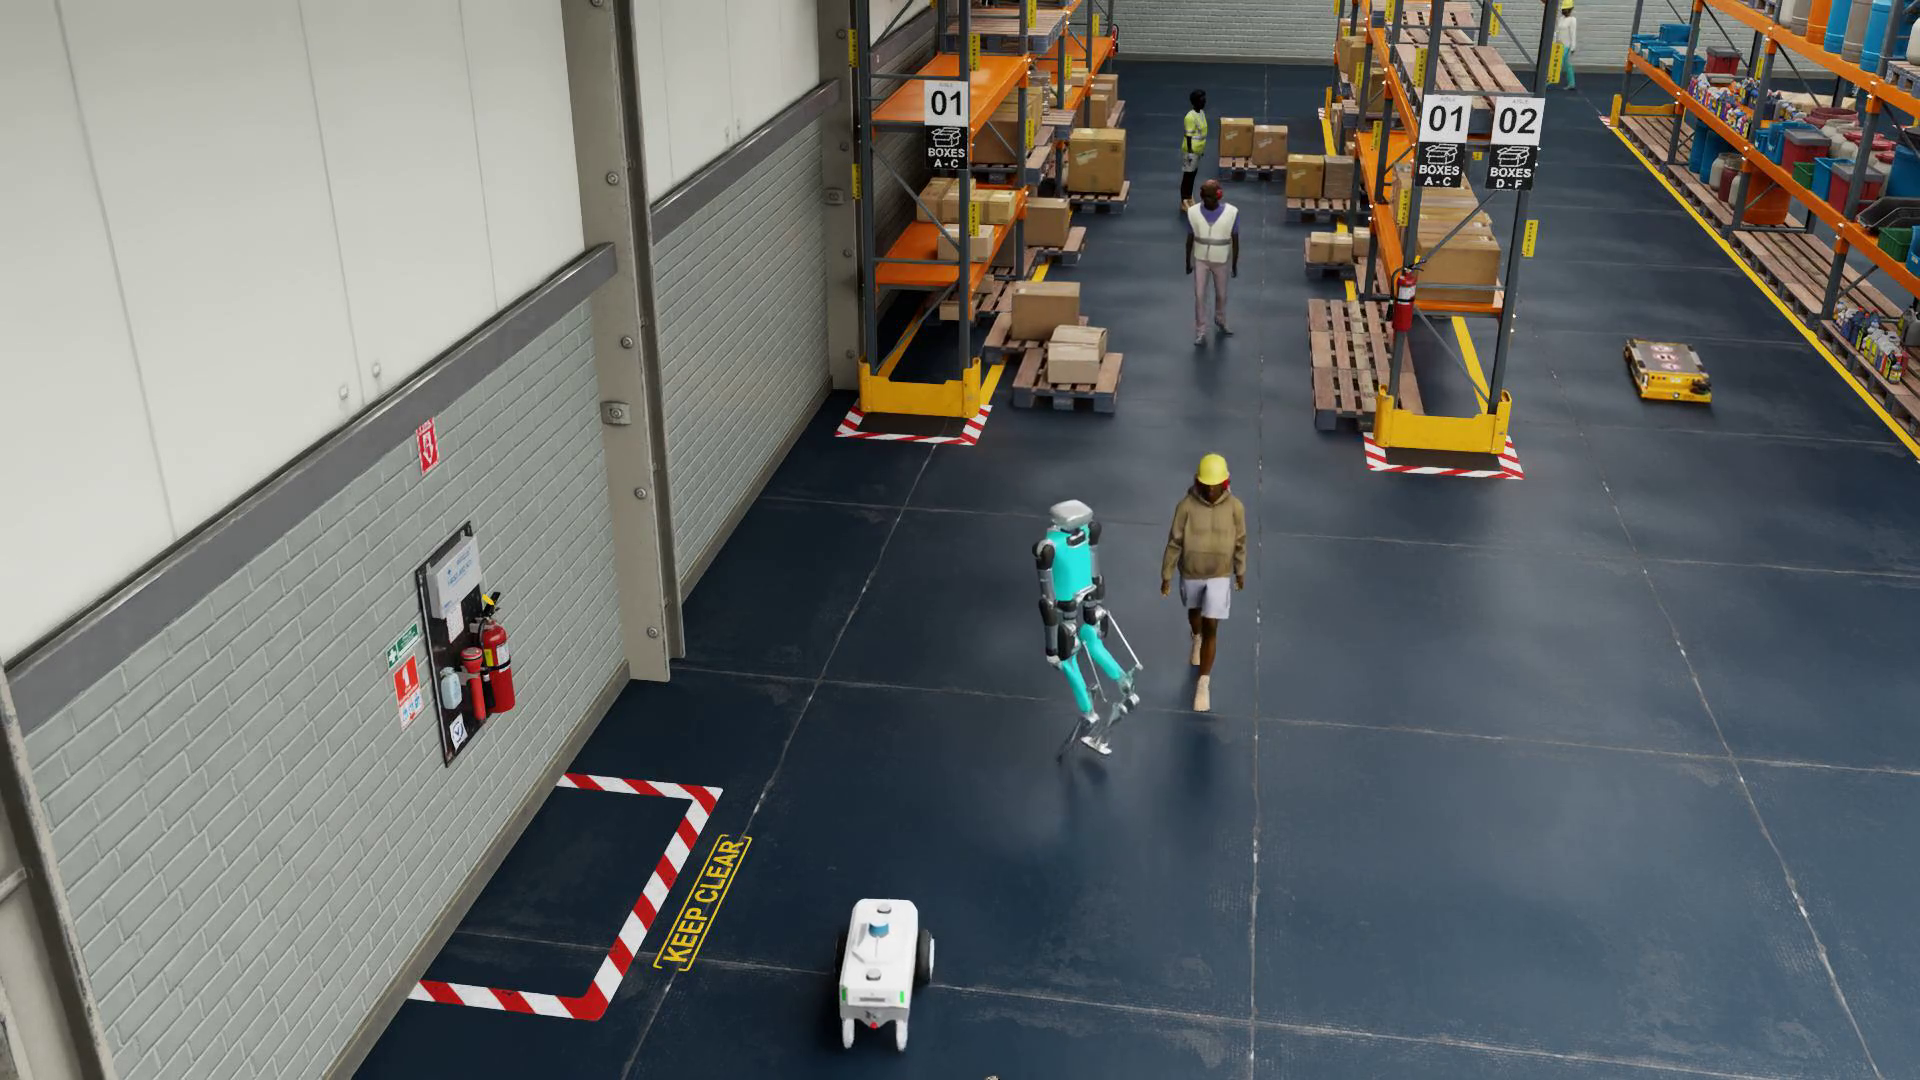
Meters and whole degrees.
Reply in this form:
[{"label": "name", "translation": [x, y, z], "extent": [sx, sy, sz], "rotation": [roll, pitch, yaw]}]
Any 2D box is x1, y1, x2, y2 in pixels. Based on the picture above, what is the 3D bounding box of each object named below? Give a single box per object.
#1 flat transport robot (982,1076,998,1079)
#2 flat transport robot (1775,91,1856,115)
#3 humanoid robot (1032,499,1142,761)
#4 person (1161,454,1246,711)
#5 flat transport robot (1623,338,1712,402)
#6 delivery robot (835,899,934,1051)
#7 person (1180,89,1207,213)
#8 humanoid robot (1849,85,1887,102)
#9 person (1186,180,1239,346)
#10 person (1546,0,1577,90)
[{"label": "flat transport robot", "translation": [-0.136, 3.221, 6.465], "extent": [0.659, 0.231, 1.431], "rotation": [-13, 28, -26]}, {"label": "flat transport robot", "translation": [13.934, -6.617, 27.519], "extent": [0.659, 0.231, 1.431], "rotation": [17, 30, 32]}, {"label": "humanoid robot", "translation": [0.842, 0.671, 10.220], "extent": [0.764, 1.815, 0.562], "rotation": [23, 33, 40]}, {"label": "person", "translation": [1.642, 0.200, 11.232], "extent": [0.548, 1.716, 0.923], "rotation": [4, 25, 9]}, {"label": "flat transport robot", "translation": [7.262, -1.752, 17.108], "extent": [0.659, 0.231, 1.431], "rotation": [6, 26, 12]}, {"label": "delivery robot", "translation": [-0.404, 2.151, 8.407], "extent": [0.499, 0.587, 0.788], "rotation": [1, 25, 3]}, {"label": "person", "translation": [3.291, -5.472, 23.379], "extent": [0.321, 1.697, 0.530], "rotation": [12, 28, 24]}, {"label": "humanoid robot", "translation": [17.076, -9.010, 30.929], "extent": [0.954, 1.770, 0.544], "rotation": [-5, 26, -11]}, {"label": "person", "translation": [2.738, -3.051, 18.073], "extent": [0.592, 1.810, 0.638], "rotation": [6, 26, 12]}, {"label": "person", "translation": [11.567, -9.510, 31.995], "extent": [0.924, 1.710, 0.546], "rotation": [-4, 25, -9]}]
